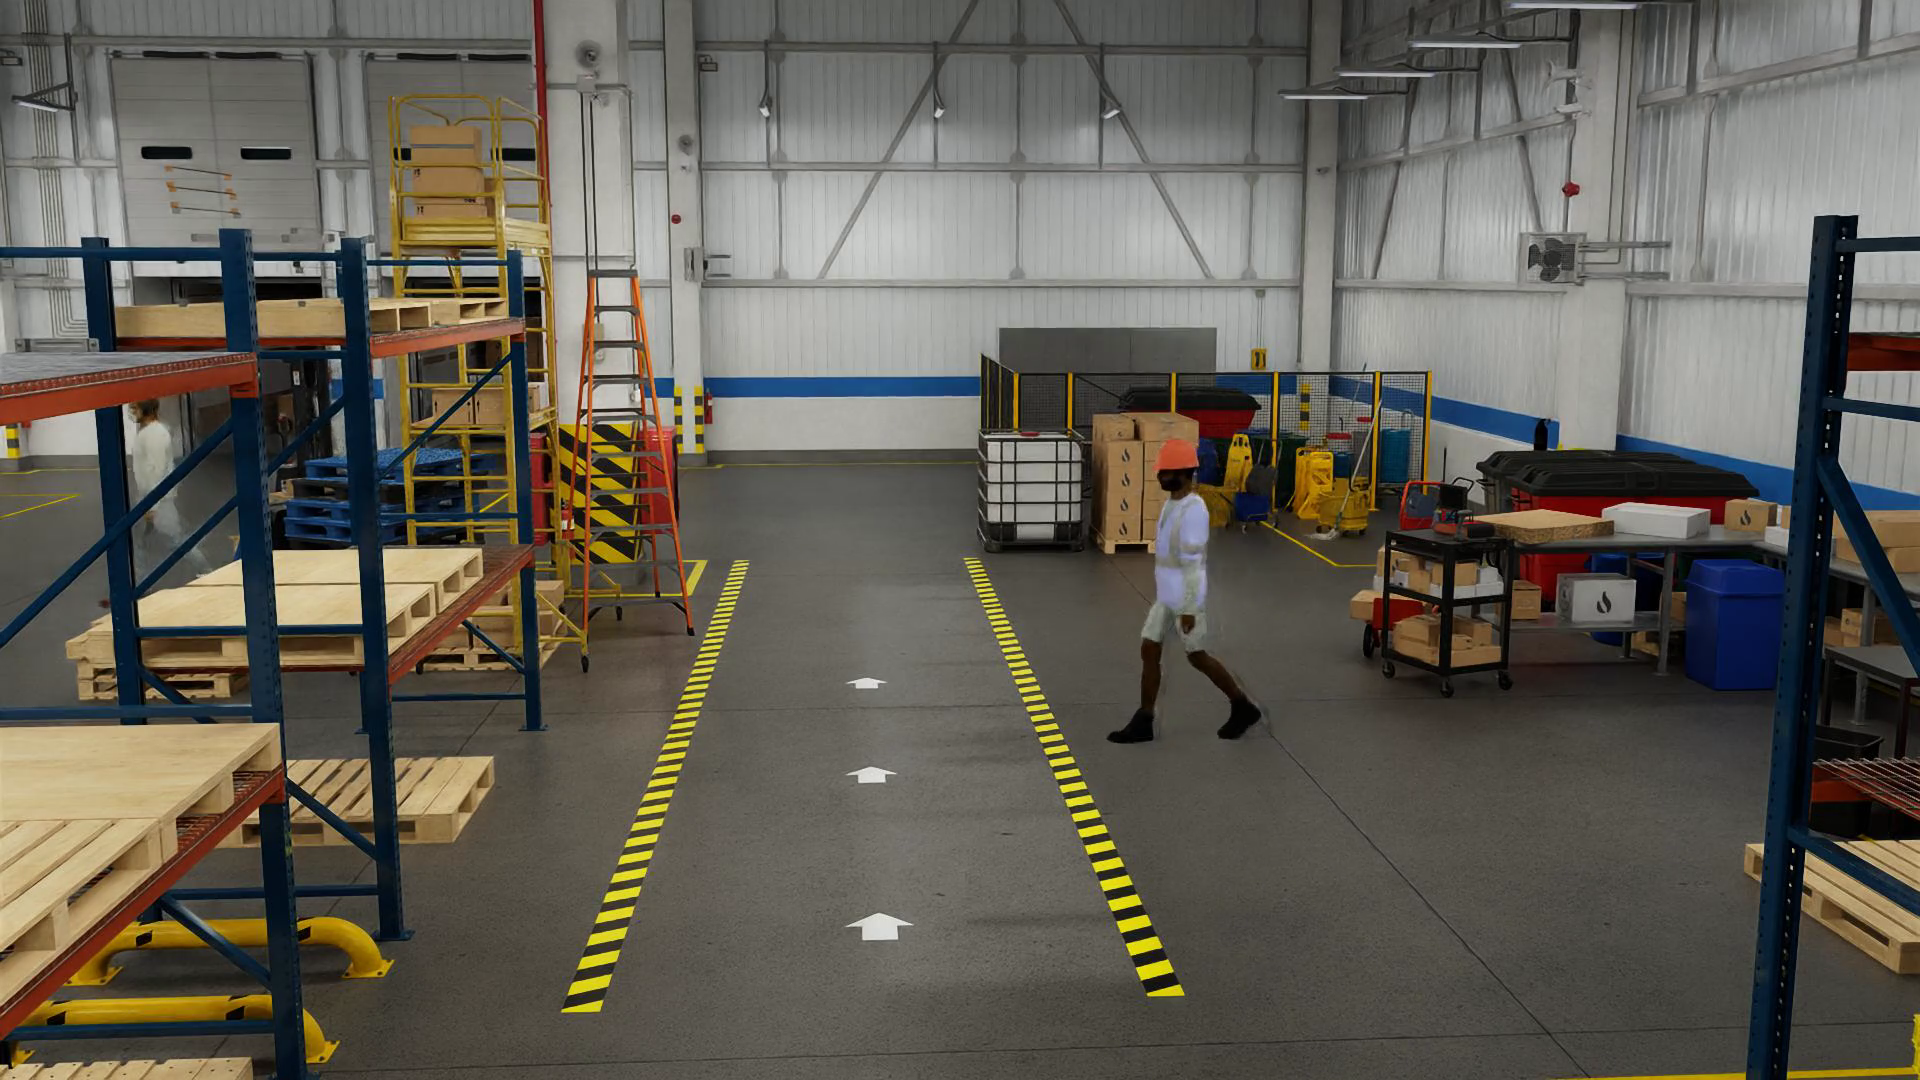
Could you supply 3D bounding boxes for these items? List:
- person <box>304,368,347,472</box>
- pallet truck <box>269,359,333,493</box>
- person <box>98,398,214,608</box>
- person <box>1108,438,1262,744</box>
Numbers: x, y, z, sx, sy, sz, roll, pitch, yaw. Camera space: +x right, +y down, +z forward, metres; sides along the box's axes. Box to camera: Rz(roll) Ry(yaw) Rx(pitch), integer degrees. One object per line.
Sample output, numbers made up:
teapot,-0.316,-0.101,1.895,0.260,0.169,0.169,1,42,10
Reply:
person,-8.940,-1.617,23.265,0.512,1.609,0.816,5,11,31
pallet truck,-7.062,-1.131,18.996,1.885,1.965,0.823,2,9,13
person,-6.990,-0.362,14.510,0.998,1.896,0.641,-6,11,-32
person,1.416,0.319,10.201,0.932,1.907,0.553,-2,9,-12
